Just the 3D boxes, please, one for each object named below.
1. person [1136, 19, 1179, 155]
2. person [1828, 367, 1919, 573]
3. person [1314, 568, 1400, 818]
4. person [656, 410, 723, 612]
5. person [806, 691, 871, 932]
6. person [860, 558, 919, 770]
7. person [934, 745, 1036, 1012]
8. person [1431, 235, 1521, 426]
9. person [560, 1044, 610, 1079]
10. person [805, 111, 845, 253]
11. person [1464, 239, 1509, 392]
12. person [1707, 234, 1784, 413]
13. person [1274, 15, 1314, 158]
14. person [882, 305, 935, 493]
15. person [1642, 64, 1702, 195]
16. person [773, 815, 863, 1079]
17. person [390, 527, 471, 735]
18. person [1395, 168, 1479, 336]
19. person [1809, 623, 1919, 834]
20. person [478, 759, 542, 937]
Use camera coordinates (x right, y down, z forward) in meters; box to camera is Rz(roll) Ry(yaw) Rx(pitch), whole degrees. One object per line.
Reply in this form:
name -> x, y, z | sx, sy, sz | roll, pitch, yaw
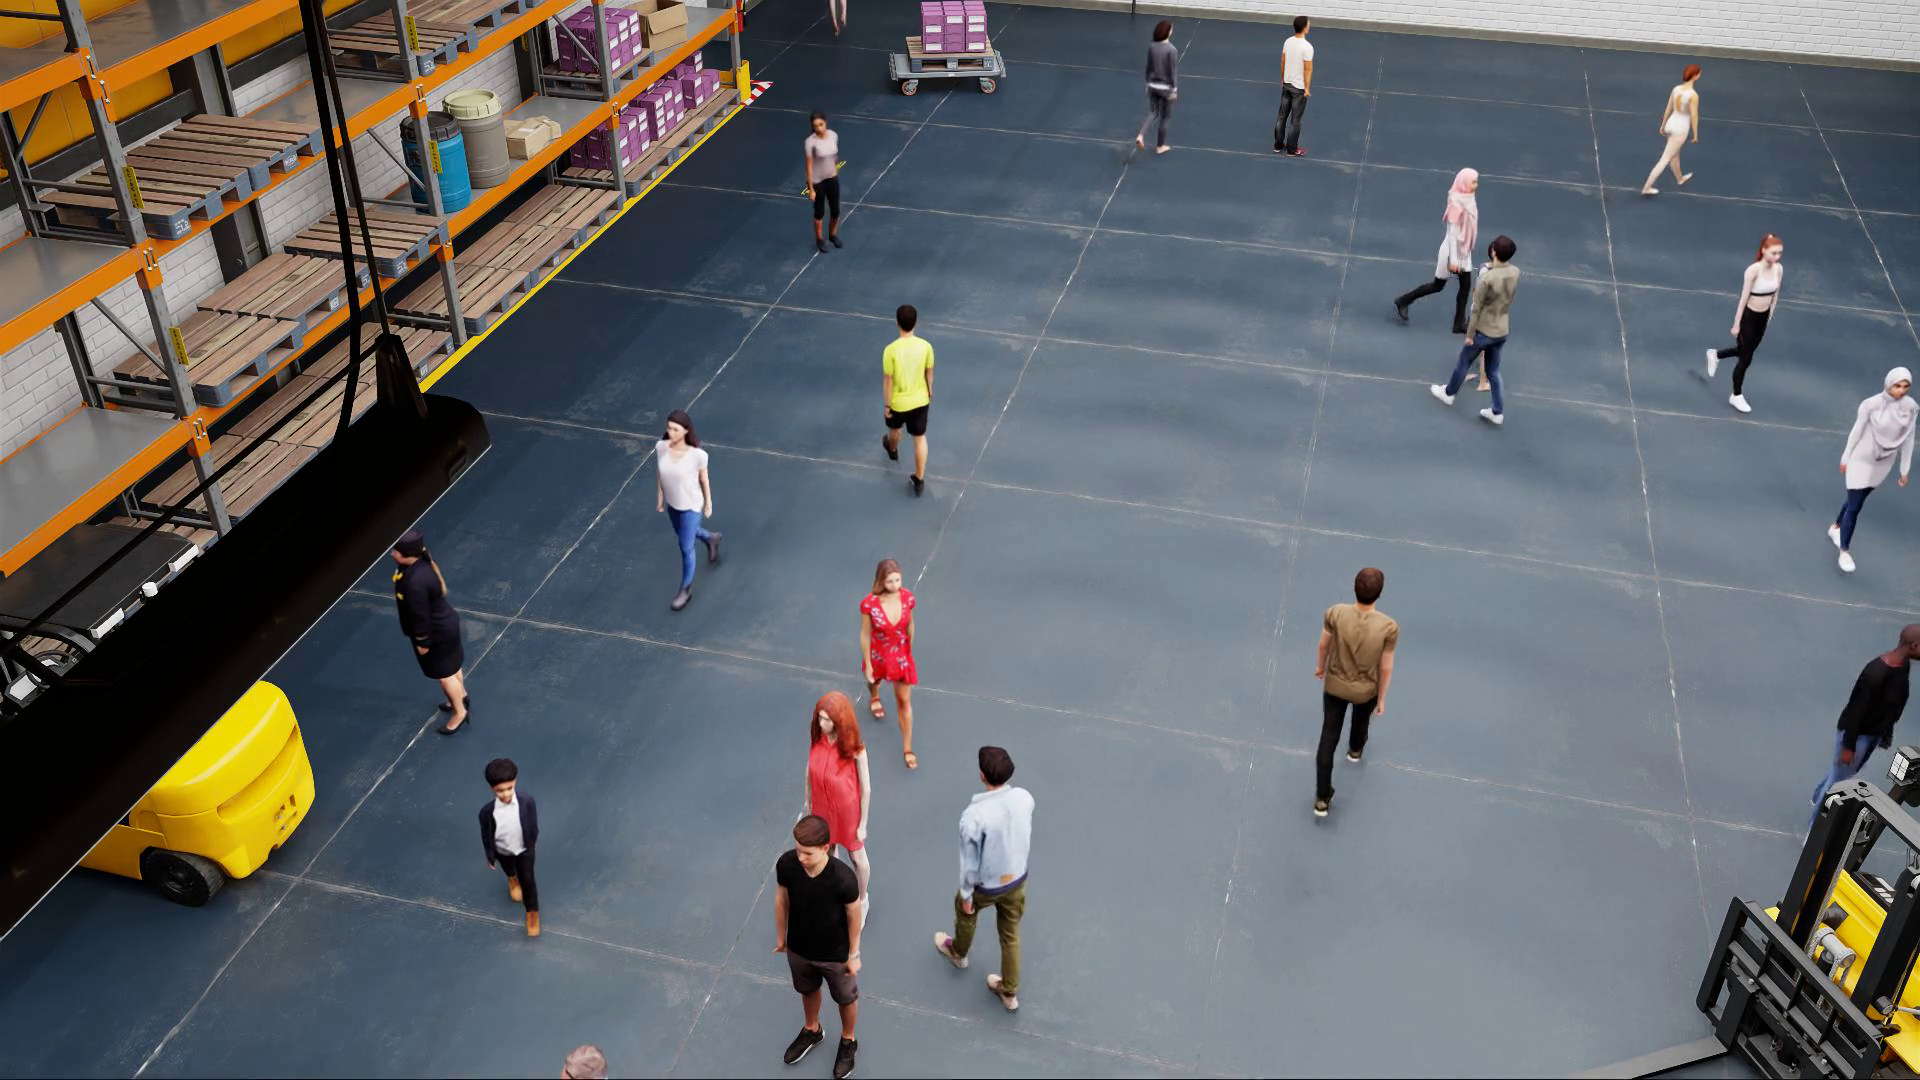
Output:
person -> 2.566, -5.843, 21.573 | 0.811, 1.755, 0.917 | 27, 42, 34
person -> 7.531, -0.677, 13.806 | 0.750, 1.749, 1.027 | 1, 34, 2
person -> 2.594, 1.043, 11.169 | 0.814, 1.804, 1.255 | 14, 36, 20
person -> -2.166, -0.311, 13.337 | 0.758, 1.659, 1.130 | 15, 36, 21
person -> -0.739, 1.660, 10.219 | 0.643, 1.828, 0.602 | 19, 38, 26
person -> -0.541, 0.771, 11.808 | 0.920, 1.551, 1.153 | -8, 35, -12
person -> 0.253, 2.033, 9.701 | 1.030, 1.780, 1.090 | -18, 38, -25
person -> 5.023, -1.927, 15.617 | 1.117, 1.826, 1.199 | -16, 37, -22
person -> -1.641, 3.056, 8.145 | 0.817, 1.800, 0.859 | 26, 42, 34
person -> -1.576, -4.101, 18.990 | 0.839, 1.713, 0.776 | 29, 43, 36
person -> 5.179, -2.225, 16.301 | 0.703, 1.566, 0.644 | -18, 38, -25
person -> 7.562, -2.130, 16.015 | 0.907, 1.726, 1.076 | -9, 35, -14
person -> 4.351, -5.917, 21.641 | 0.750, 1.804, 0.713 | -22, 39, -29
person -> -0.427, -1.205, 14.688 | 0.980, 1.654, 1.184 | -8, 34, -12
person -> 8.744, -4.996, 20.444 | 1.035, 1.595, 1.059 | -12, 36, -18
person -> -0.766, 2.243, 9.312 | 0.704, 1.861, 0.600 | 12, 36, 18
person -> -3.766, 0.636, 11.904 | 0.868, 1.668, 0.748 | -7, 34, -11
person -> 5.025, -2.975, 17.242 | 0.987, 1.773, 1.171 | 23, 40, 30
person -> 5.880, 1.261, 10.910 | 0.846, 1.728, 0.980 | -15, 36, -21
person -> -2.843, 1.858, 10.490 | 0.741, 1.198, 0.900 | -9, 35, -13
